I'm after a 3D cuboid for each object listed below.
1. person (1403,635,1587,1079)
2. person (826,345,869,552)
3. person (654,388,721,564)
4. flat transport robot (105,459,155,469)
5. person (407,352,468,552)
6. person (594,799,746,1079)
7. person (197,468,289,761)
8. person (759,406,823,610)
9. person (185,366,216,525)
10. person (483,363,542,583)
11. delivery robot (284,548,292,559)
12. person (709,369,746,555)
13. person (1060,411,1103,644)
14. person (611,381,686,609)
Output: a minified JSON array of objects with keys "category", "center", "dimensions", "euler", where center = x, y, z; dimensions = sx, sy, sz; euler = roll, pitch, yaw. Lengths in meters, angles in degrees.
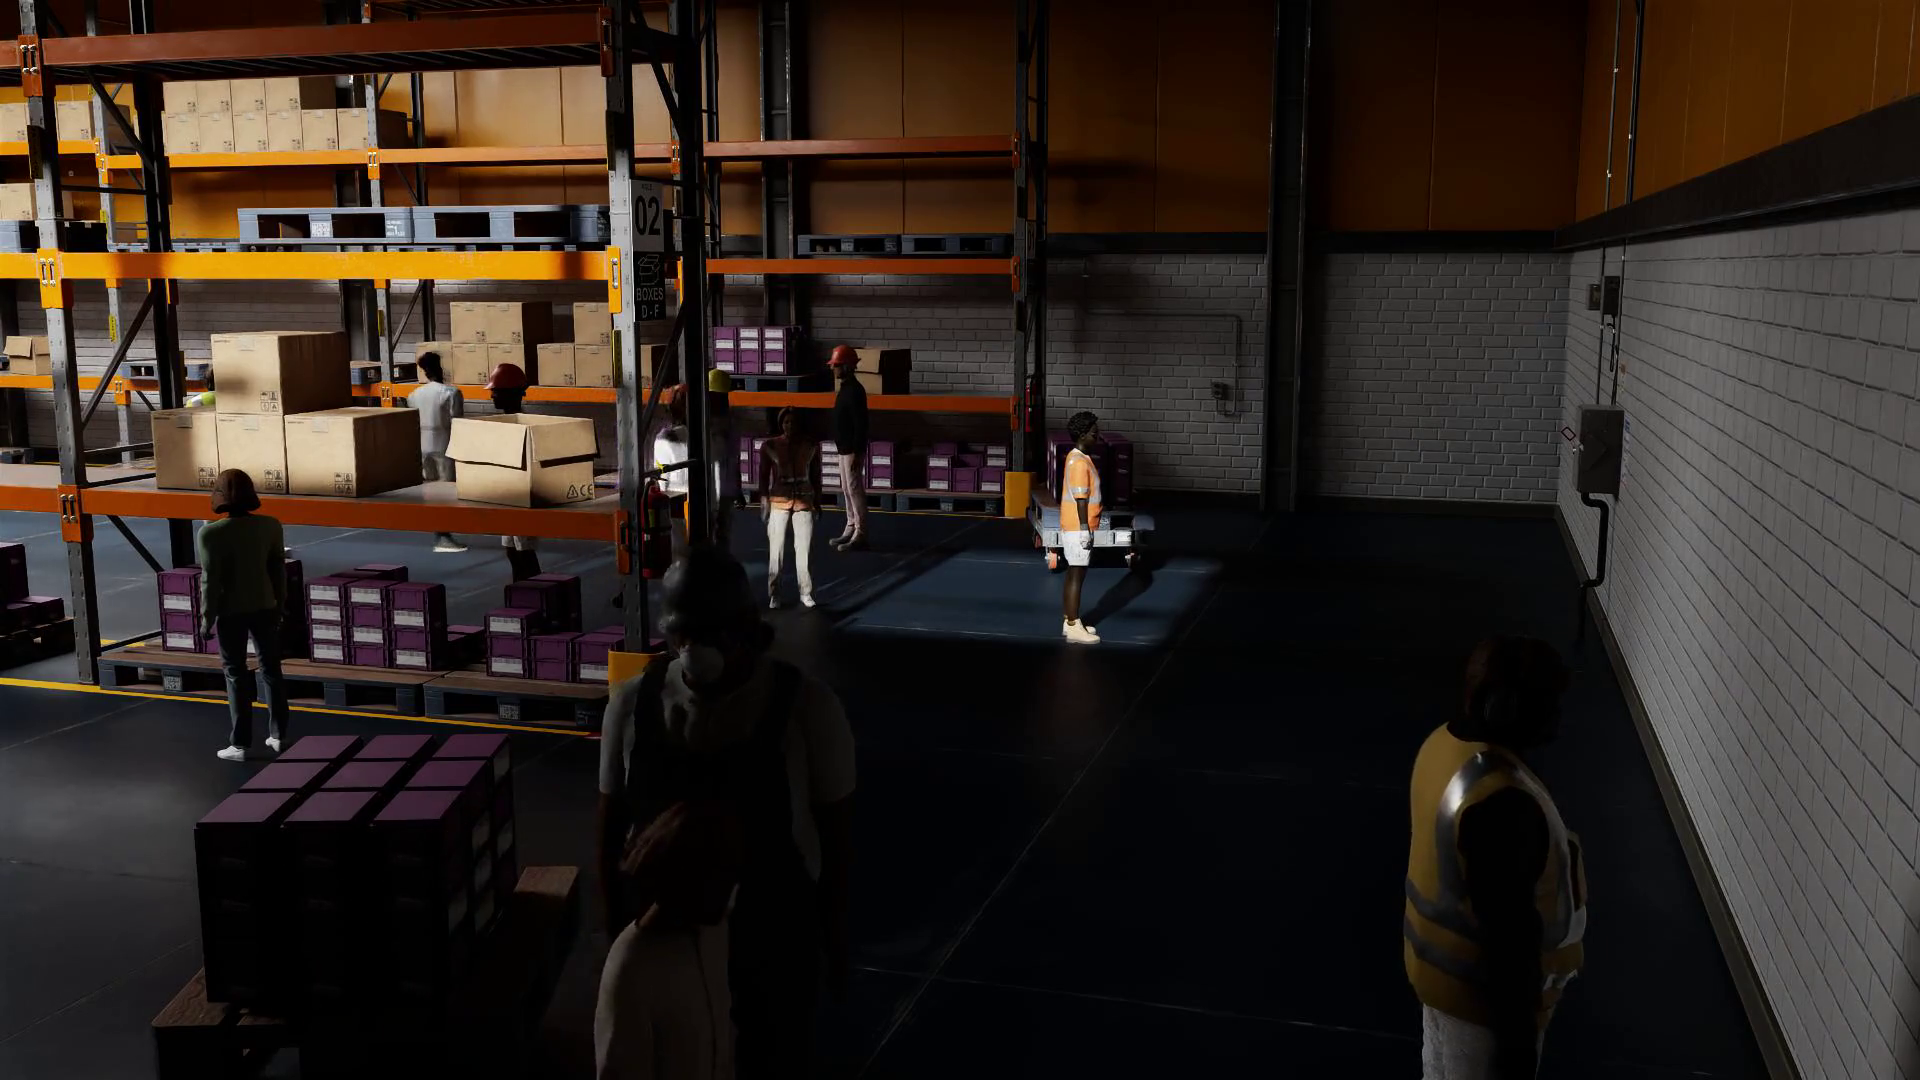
[{"category":"person","center":[1.348,1.143,4.223],"dimensions":[0.430,1.839,0.619],"euler":[0,9,2]},{"category":"person","center":[-1.083,-0.884,16.091],"dimensions":[0.397,1.992,0.623],"euler":[-3,10,-16]},{"category":"person","center":[-2.016,-0.214,12.452],"dimensions":[0.872,1.858,0.590],"euler":[9,13,43]},{"category":"flat transport robot","center":[-10.488,-0.863,21.205],"dimensions":[0.652,0.197,1.431],"euler":[1,9,4]},{"category":"person","center":[-5.074,-0.854,16.146],"dimensions":[0.687,1.926,0.497],"euler":[4,10,22]},{"category":"person","center":[-0.698,1.346,3.676],"dimensions":[0.624,1.604,0.531],"euler":[3,10,16]},{"category":"person","center":[-3.992,0.414,9.278],"dimensions":[0.270,1.632,0.508],"euler":[7,12,36]},{"category":"person","center":[-1.361,-0.263,13.387],"dimensions":[0.522,1.639,0.306],"euler":[-3,10,-18]},{"category":"person","center":[-6.903,-0.715,15.570],"dimensions":[0.626,1.834,0.430],"euler":[-6,11,-34]},{"category":"person","center":[-3.276,-0.274,12.226],"dimensions":[0.376,2.045,0.605],"euler":[-7,11,-35]},{"category":"delivery robot","center":[-5.899,0.159,13.829],"dimensions":[0.707,0.478,0.477],"euler":[5,11,29]},{"category":"person","center":[-1.961,-0.417,13.450],"dimensions":[0.382,1.928,0.587],"euler":[8,12,39]},{"category":"person","center":[0.891,-0.096,12.195],"dimensions":[0.316,1.695,0.542],"euler":[0,9,0]},{"category":"person","center":[-2.236,-0.286,12.804],"dimensions":[0.938,1.894,0.565],"euler":[0,9,-2]}]
